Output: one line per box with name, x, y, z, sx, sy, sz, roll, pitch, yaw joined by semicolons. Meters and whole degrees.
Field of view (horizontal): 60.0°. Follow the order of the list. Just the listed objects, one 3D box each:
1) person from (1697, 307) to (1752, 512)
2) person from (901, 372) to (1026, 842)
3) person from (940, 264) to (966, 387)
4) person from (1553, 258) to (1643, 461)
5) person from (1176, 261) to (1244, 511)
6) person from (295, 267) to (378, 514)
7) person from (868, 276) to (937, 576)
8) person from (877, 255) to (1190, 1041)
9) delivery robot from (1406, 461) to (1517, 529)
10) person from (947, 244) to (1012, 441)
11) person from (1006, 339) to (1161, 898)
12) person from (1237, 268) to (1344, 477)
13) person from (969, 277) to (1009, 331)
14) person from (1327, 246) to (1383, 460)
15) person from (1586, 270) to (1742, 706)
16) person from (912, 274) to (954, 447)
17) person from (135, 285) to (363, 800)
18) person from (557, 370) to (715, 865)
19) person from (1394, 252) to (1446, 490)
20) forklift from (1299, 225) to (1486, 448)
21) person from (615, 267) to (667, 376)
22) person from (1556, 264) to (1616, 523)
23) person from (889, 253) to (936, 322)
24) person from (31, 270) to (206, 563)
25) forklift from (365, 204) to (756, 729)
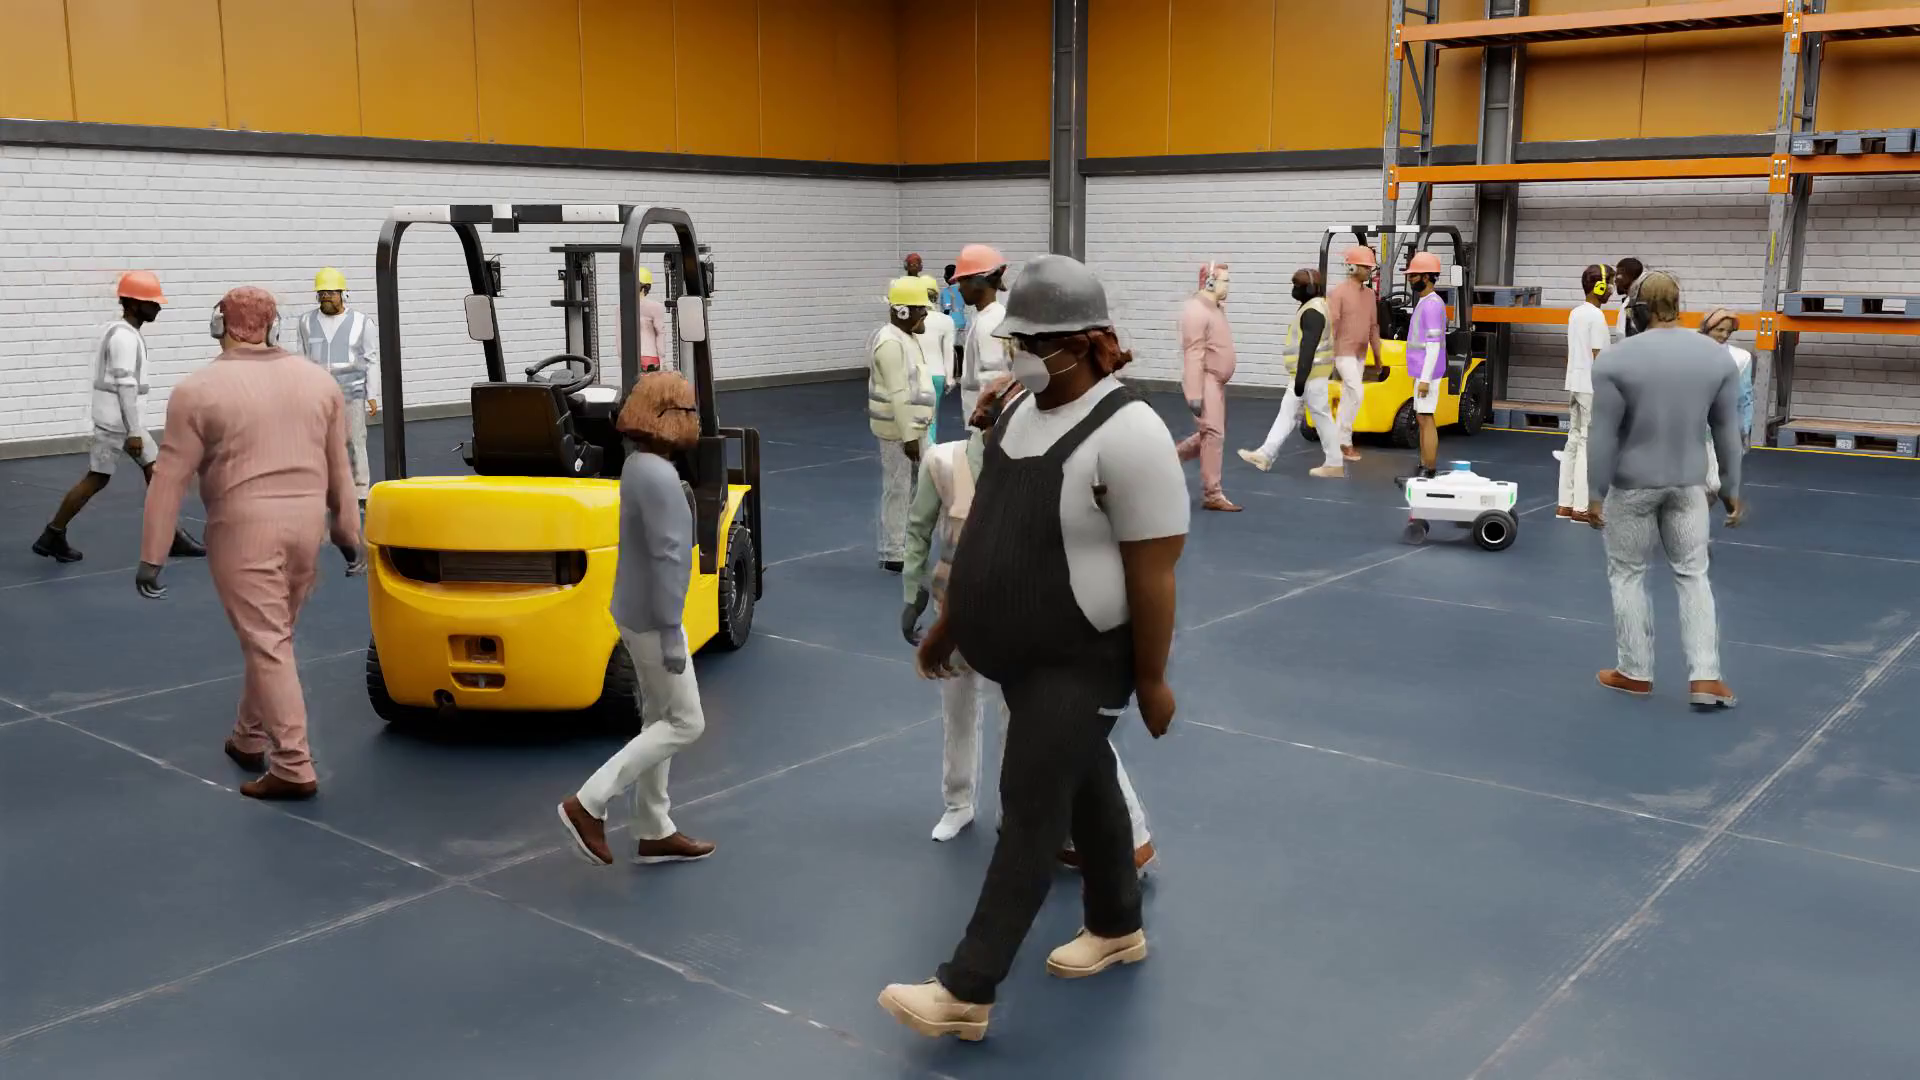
person;4.732;-0.684;10.641;0.567;1.619;0.513;1;10;6
person;0.099;0.245;5.533;0.561;1.612;0.396;2;10;10
person;-0.102;-2.963;23.069;0.320;1.698;0.531;6;12;30
person;5.762;-1.516;14.558;1.012;1.867;0.594;6;12;30
person;1.803;-1.158;12.566;0.685;1.886;0.643;4;11;20
person;-4.625;-1.096;12.345;0.589;1.834;0.403;-1;10;-8
person;-0.330;-0.672;10.042;0.427;1.815;0.605;2;11;14
person;0.163;0.245;4.341;0.970;2.000;0.696;-5;11;-25
delivery robot;3.351;-0.284;11.132;0.707;0.478;0.477;4;11;19
person;0.229;-0.663;9.461;0.684;2.009;0.623;1;10;6
person;0.377;0.166;5.182;0.565;1.902;0.657;3;11;18
person;2.892;-1.429;14.315;0.956;1.787;0.634;2;10;12
person;0.362;-2.344;19.570;0.515;1.713;0.414;1;10;5
person;3.662;-1.702;15.299;0.660;1.972;0.586;-9;14;-41
person;3.097;-0.215;7.287;0.676;1.906;0.573;0;10;1
person;-0.285;-1.419;14.385;0.526;1.741;0.666;-4;11;-20
person;-2.674;-0.001;6.176;0.887;1.854;0.801;7;13;36
person;-1.036;0.275;5.299;0.461;1.617;0.532;-3;11;-18
person;3.769;-1.370;13.574;0.369;1.939;0.542;2;10;11
forklift;4.449;-2.115;16.993;1.214;2.155;2.313;8;13;38
person;-3.137;-1.798;16.422;0.526;1.769;0.329;3;11;15
person;4.551;-1.051;12.017;0.329;1.864;0.508;-1;10;-4
person;-0.586;-2.654;20.874;0.602;1.864;0.589;-1;10;-4
person;-5.363;-0.763;10.481;1.048;1.861;0.554;-3;11;-17
forklift;-1.766;-0.406;7.525;1.214;2.155;2.313;1;10;7
